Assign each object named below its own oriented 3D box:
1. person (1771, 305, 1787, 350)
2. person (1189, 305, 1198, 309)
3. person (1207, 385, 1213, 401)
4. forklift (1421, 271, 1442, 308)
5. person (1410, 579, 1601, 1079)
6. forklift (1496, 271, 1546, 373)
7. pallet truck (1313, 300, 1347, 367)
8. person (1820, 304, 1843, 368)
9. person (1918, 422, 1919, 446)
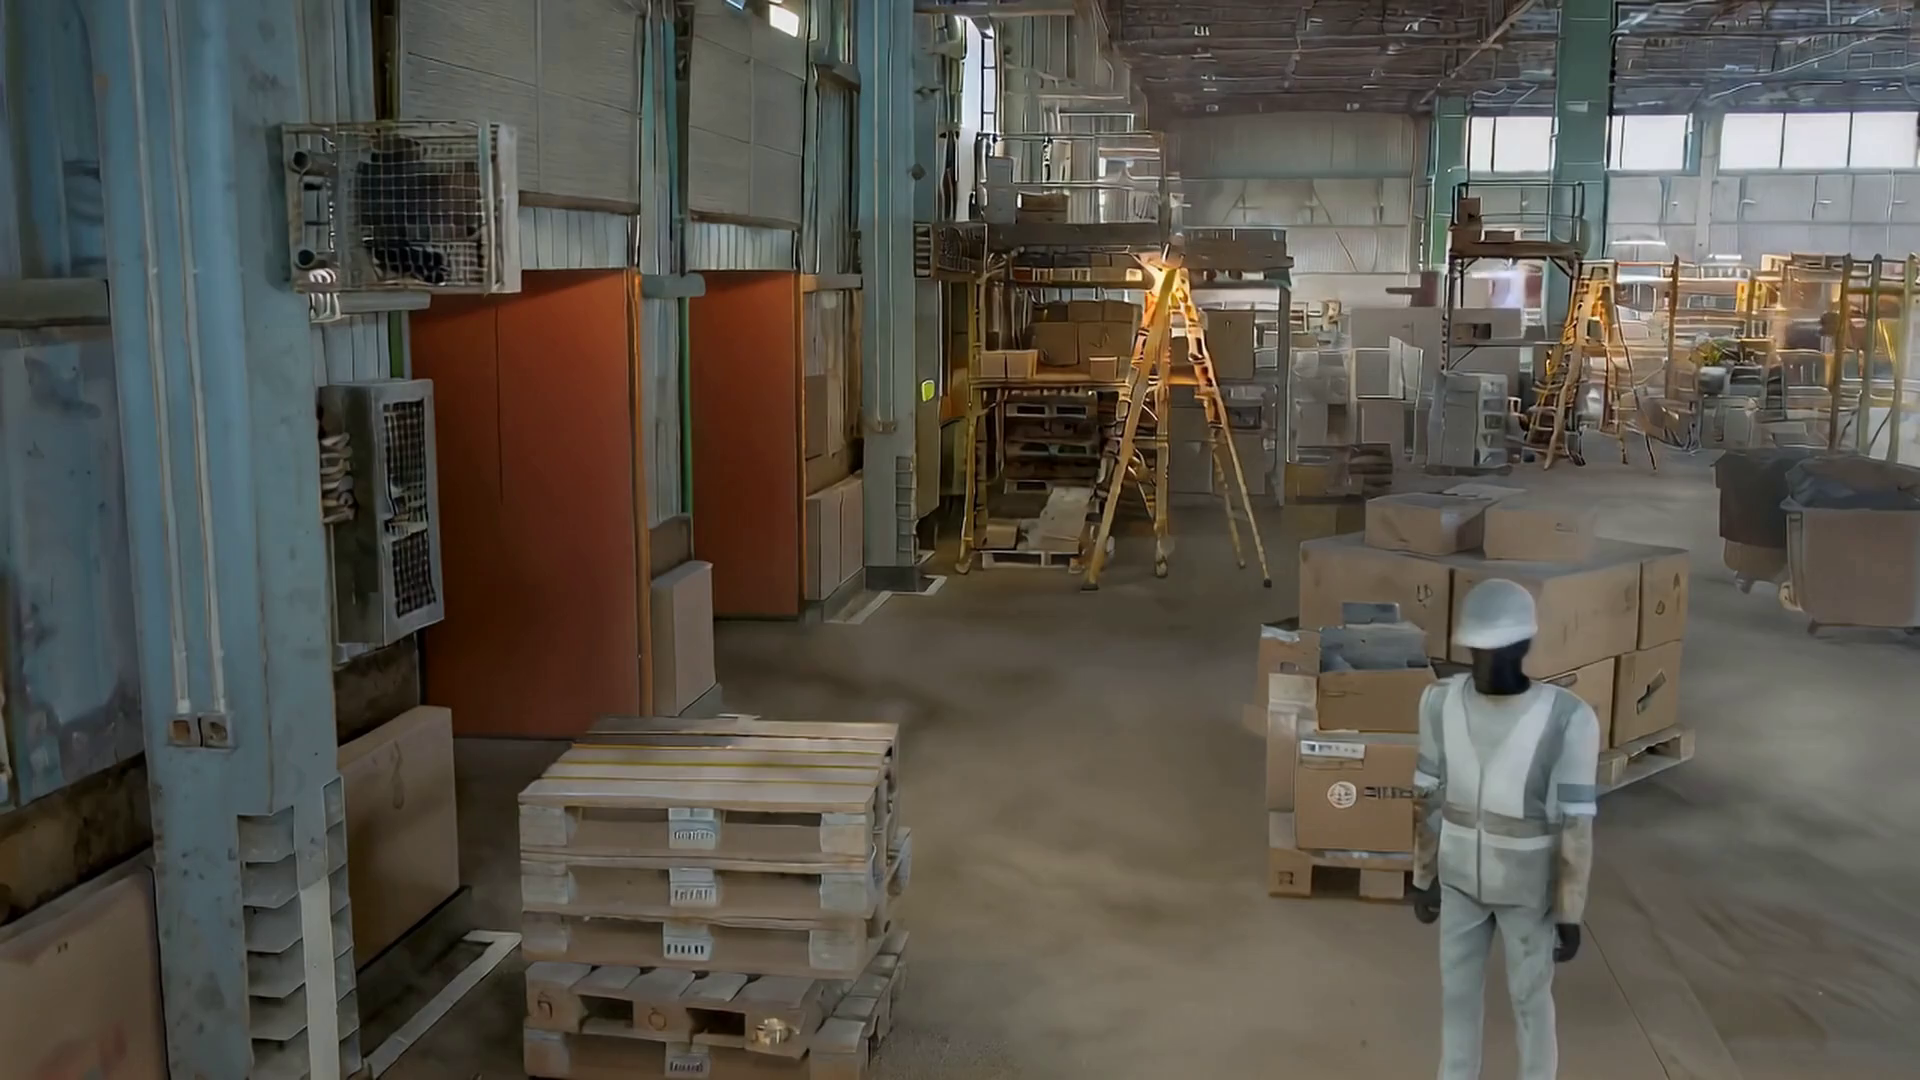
[{"bbox_3d":[22.936,-5.659,46.748,0.996,1.884,0.543,-3,10,-18],"label":"person"},{"bbox_3d":[6.242,-5.348,44.683,0.544,1.930,0.389,-5,10,-29],"label":"person"},{"bbox_3d":[5.253,-3.644,35.088,0.313,1.634,0.514,-5,10,-26],"label":"person"},{"bbox_3d":[11.787,-5.365,41.852,1.873,2.768,1.129,1,9,9],"label":"forklift"},{"bbox_3d":[1.669,1.061,5.188,0.588,1.918,0.397,8,12,42],"label":"person"},{"bbox_3d":[15.023,-5.952,45.476,1.873,2.768,1.129,-3,10,-17],"label":"forklift"},{"bbox_3d":[11.159,-6.200,49.718,0.823,1.965,1.885,4,10,26],"label":"pallet truck"},{"bbox_3d":[24.641,-5.725,47.061,0.787,1.915,0.627,-4,10,-23],"label":"person"},{"bbox_3d":[15.761,-2.370,26.900,0.319,1.739,0.485,8,12,42],"label":"person"}]
